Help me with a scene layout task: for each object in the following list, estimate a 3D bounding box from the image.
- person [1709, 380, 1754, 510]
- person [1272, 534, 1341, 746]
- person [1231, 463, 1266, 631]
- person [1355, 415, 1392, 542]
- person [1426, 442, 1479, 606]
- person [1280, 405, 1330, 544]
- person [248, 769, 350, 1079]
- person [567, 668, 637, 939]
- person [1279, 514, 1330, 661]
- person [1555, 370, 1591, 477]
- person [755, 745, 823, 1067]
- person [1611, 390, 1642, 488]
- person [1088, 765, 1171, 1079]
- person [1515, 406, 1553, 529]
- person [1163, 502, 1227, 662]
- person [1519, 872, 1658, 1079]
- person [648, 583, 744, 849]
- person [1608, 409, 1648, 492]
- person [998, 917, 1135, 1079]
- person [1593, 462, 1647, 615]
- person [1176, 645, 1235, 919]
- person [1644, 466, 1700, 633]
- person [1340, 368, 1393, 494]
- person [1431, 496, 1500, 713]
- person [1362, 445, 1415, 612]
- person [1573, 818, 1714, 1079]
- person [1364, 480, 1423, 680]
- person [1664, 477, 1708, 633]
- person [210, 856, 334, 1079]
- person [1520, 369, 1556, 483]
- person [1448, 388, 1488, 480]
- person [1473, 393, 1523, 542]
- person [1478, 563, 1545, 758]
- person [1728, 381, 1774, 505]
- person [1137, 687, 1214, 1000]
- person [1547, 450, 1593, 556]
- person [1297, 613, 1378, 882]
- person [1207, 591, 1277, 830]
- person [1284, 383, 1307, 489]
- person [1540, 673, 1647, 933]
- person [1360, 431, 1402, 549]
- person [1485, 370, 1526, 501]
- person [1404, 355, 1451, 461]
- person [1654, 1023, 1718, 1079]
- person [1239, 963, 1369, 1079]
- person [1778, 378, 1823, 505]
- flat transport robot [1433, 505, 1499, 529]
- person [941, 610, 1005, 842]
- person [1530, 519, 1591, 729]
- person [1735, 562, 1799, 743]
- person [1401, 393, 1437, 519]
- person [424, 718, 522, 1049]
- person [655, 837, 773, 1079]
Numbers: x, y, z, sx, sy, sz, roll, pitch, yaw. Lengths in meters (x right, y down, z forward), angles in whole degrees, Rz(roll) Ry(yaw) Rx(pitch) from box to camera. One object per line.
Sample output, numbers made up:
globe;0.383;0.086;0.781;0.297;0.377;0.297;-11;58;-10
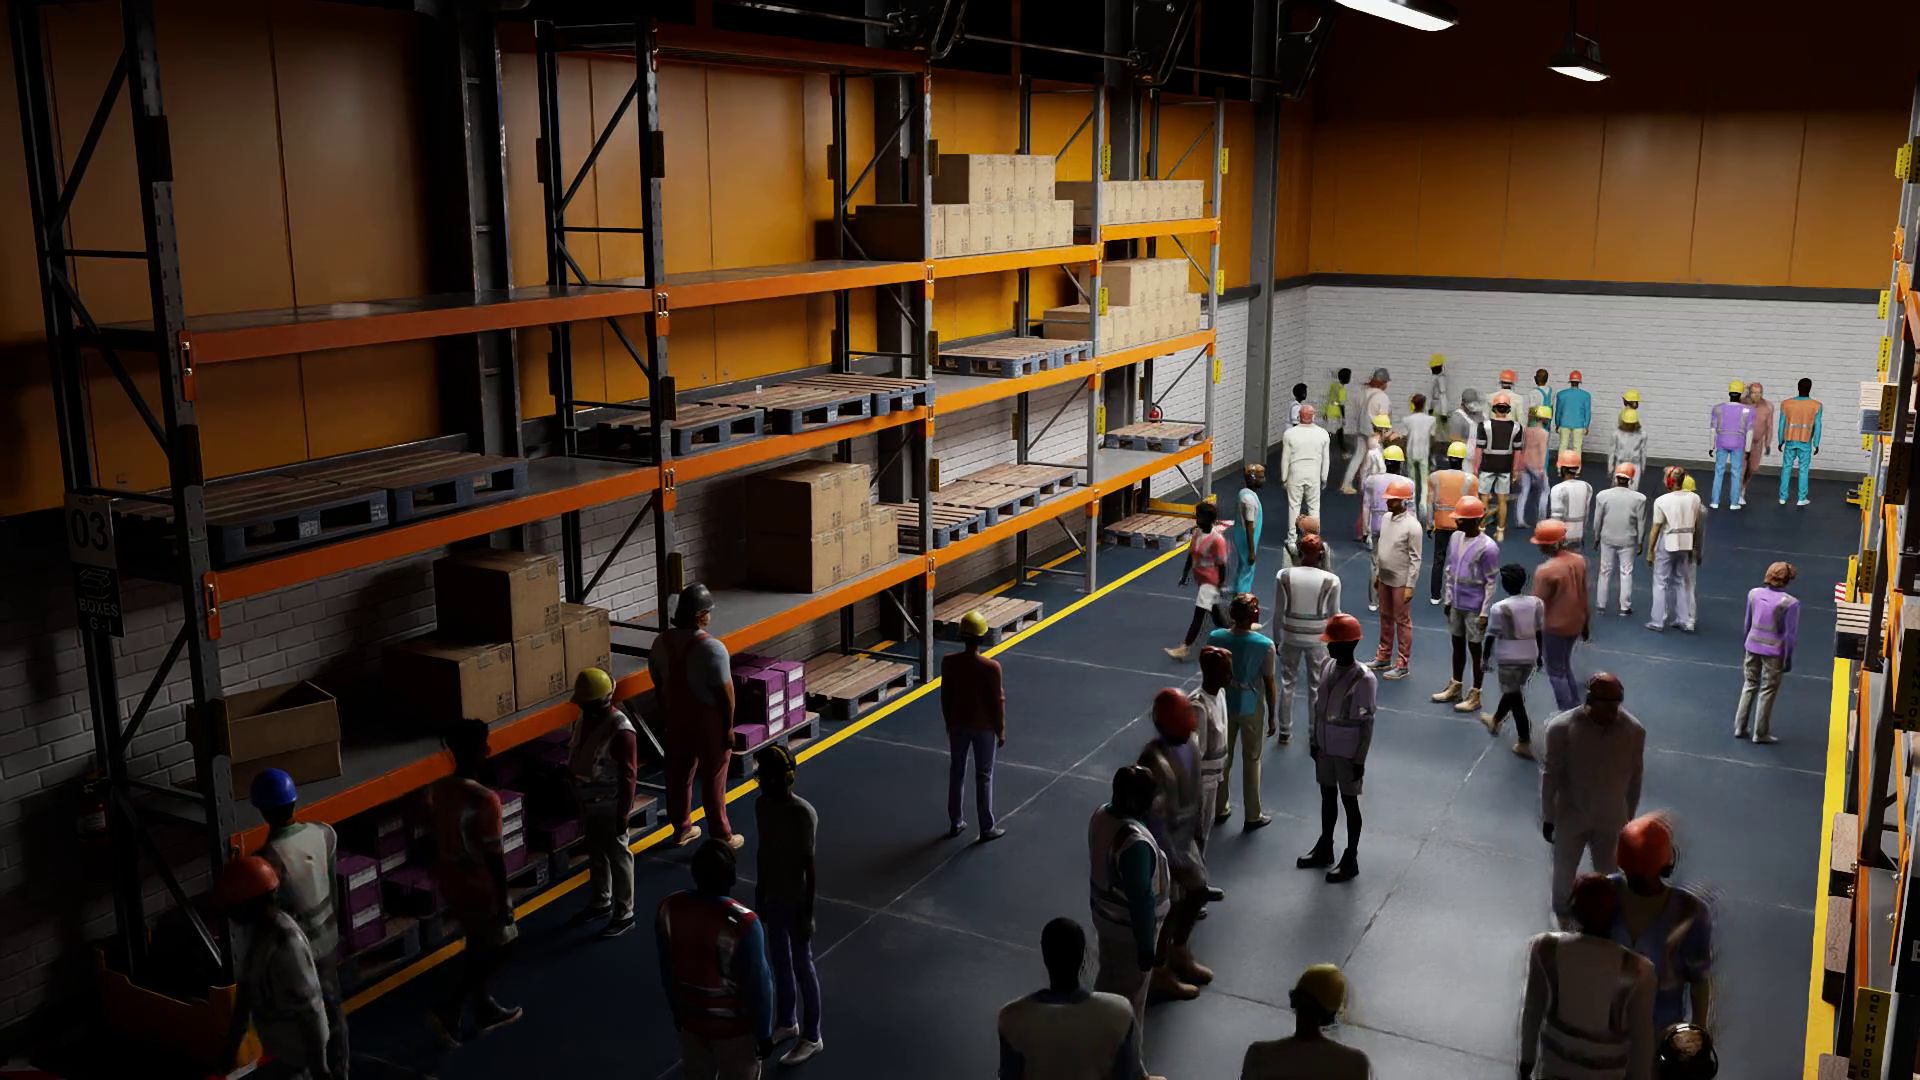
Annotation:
person;11.408;-1.400;24.634;0.588;1.927;0.371;7;14;27
person;3.022;0.880;14.553;0.582;1.877;0.364;5;13;20
person;3.164;0.068;18.247;0.326;1.843;0.517;0;13;2
person;5.673;-0.824;22.452;0.642;1.740;0.558;1;13;6
person;5.666;-0.179;19.165;0.588;1.927;0.371;7;14;27
person;4.597;-0.857;22.248;0.652;1.906;0.403;0;13;0
person;-3.505;2.138;8.757;0.403;1.943;0.606;5;13;20
person;-2.360;1.711;10.942;0.403;1.823;0.588;-12;17;-43
person;3.476;0.542;16.689;0.534;1.597;0.865;-1;13;-6
person;10.055;-1.911;27.304;0.563;1.755;0.321;7;14;27
person;-0.985;2.043;9.386;0.501;1.861;0.327;11;17;41
person;9.950;-1.361;24.823;0.310;1.769;0.522;1;13;3
person;0.929;2.113;9.111;0.429;1.840;0.624;-4;13;-16
person;8.106;-1.009;23.311;0.683;1.725;0.546;-5;13;-19
person;2.454;0.430;17.048;0.876;1.653;0.539;-4;13;-18
person;2.878;2.436;7.695;0.598;1.837;0.957;8;15;32
person;-1.910;1.301;12.284;0.682;2.000;0.537;7;14;27
person;9.462;-1.047;23.590;0.491;1.689;0.858;5;13;21
person;0.444;2.546;7.060;0.585;1.892;0.848;2;13;8
person;7.468;-0.019;18.843;0.564;1.751;0.330;7;14;27
person;1.649;1.619;11.263;0.367;1.873;0.594;6;14;26
person;7.760;0.113;18.091;0.582;1.837;0.391;-4;13;-16
person;6.397;-1.707;25.754;1.034;2.000;0.692;-6;14;-26
person;4.709;0.590;15.471;0.395;2.040;0.609;-5;14;-21
person;4.864;-0.117;18.898;0.588;1.923;0.383;7;14;28
person;3.158;2.292;7.913;0.635;2.000;0.949;11;17;40
person;4.311;0.383;16.496;0.377;1.995;0.608;-5;14;-21
person;7.936;0.132;18.329;0.500;1.683;0.902;4;13;17
person;-3.250;2.381;7.768;0.899;1.890;0.550;-8;15;-31
person;9.311;-1.836;26.773;0.507;1.846;0.345;-6;14;-24
person;7.295;-1.224;23.590;0.888;2.000;0.538;-11;16;-40
person;7.258;-0.977;22.515;0.612;2.029;0.409;1;13;3
person;4.753;1.008;14.458;0.543;1.643;0.879;-5;14;-22
person;11.897;-1.488;25.151;0.679;1.880;0.596;1;13;5
person;1.304;1.824;10.033;0.425;2.007;0.640;9;15;35
person;6.735;-0.041;18.529;0.551;1.934;0.373;-6;14;-25
person;2.684;1.460;11.803;0.361;1.939;0.542;-7;14;-28
person;2.141;1.304;12.701;0.567;1.849;0.389;8;15;33
person;5.293;-1.638;26.260;0.322;1.685;0.547;2;13;9
person;4.027;1.767;10.589;0.655;1.871;0.847;2;13;9
person;5.583;-0.651;22.025;0.527;1.590;0.764;-4;13;-16
person;8.319;-1.597;25.420;0.645;1.980;0.444;9;16;35
person;8.218;-2.273;28.699;1.017;1.850;0.620;5;13;21
person;2.722;2.712;6.410;0.507;1.846;0.345;-1;13;-4
person;1.427;2.604;7.113;0.543;1.731;0.736;0;13;-1
person;12.609;-1.480;25.011;0.592;1.919;0.392;9;15;35
flat transport robot;7.211;-0.341;23.630;0.652;0.197;1.431;8;15;33
person;0.103;1.393;12.485;0.525;1.772;0.306;7;14;27
person;5.325;0.773;14.843;0.658;1.950;0.511;-8;15;-33
person;7.108;0.987;14.630;0.345;1.628;0.525;-6;14;-24
person;6.565;-1.177;23.820;0.507;1.846;0.559;3;13;12
person;-2.813;1.969;9.490;0.635;1.952;0.599;11;16;40
person;-1.163;2.330;8.121;0.625;1.847;0.429;7;14;27
